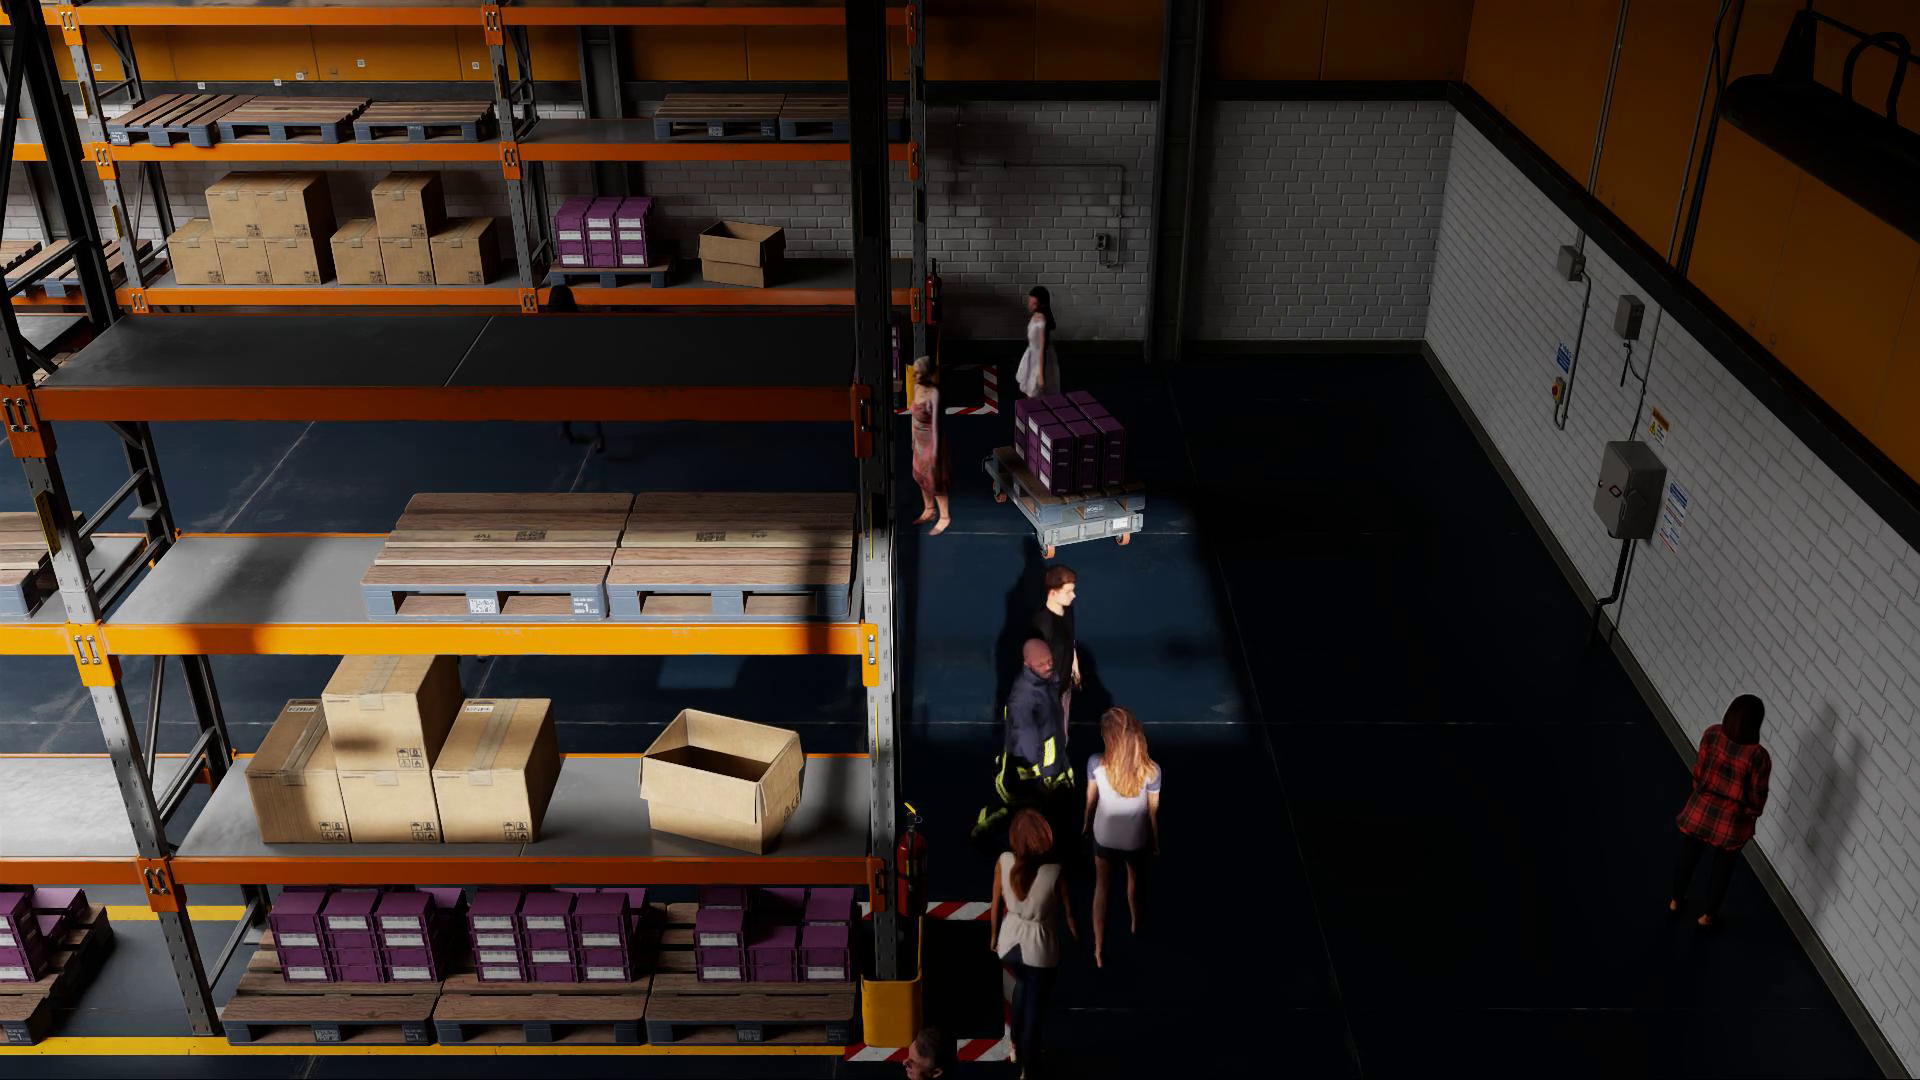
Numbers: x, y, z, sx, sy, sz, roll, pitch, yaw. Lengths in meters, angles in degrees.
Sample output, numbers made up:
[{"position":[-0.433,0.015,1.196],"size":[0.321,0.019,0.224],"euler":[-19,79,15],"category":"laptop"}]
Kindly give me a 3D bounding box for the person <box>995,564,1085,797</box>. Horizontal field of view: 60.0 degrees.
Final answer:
[{"position":[0.539,0.960,11.322],"size":[0.933,1.847,0.805],"euler":[10,30,17],"category":"person"}]

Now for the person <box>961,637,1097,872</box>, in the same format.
[{"position":[0.371,1.378,10.617],"size":[1.274,1.788,1.029],"euler":[10,30,18],"category":"person"}]

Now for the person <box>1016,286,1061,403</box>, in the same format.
[{"position":[0.862,-1.634,16.176],"size":[0.943,1.752,0.649],"euler":[3,29,6],"category":"person"}]

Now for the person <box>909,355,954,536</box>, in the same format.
[{"position":[-0.259,-0.857,14.822],"size":[0.747,1.686,0.707],"euler":[-18,33,-30],"category":"person"}]

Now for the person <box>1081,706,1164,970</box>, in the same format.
[{"position":[0.942,1.810,9.922],"size":[0.982,1.696,0.851],"euler":[9,30,17],"category":"person"}]

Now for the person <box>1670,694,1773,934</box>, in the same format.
[{"position":[4.656,1.665,10.179],"size":[0.738,1.704,0.700],"euler":[-21,35,-33],"category":"person"}]

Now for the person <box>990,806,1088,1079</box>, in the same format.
[{"position":[0.330,2.260,9.015],"size":[0.677,1.775,0.792],"euler":[18,33,30],"category":"person"}]

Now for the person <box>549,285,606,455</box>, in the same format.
[{"position":[-3.745,-1.622,16.203],"size":[1.130,1.706,1.053],"euler":[-17,33,-28],"category":"person"}]

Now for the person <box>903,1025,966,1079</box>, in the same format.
[{"position":[-0.029,2.918,7.784],"size":[1.070,1.799,0.752],"euler":[-6,29,-10],"category":"person"}]
